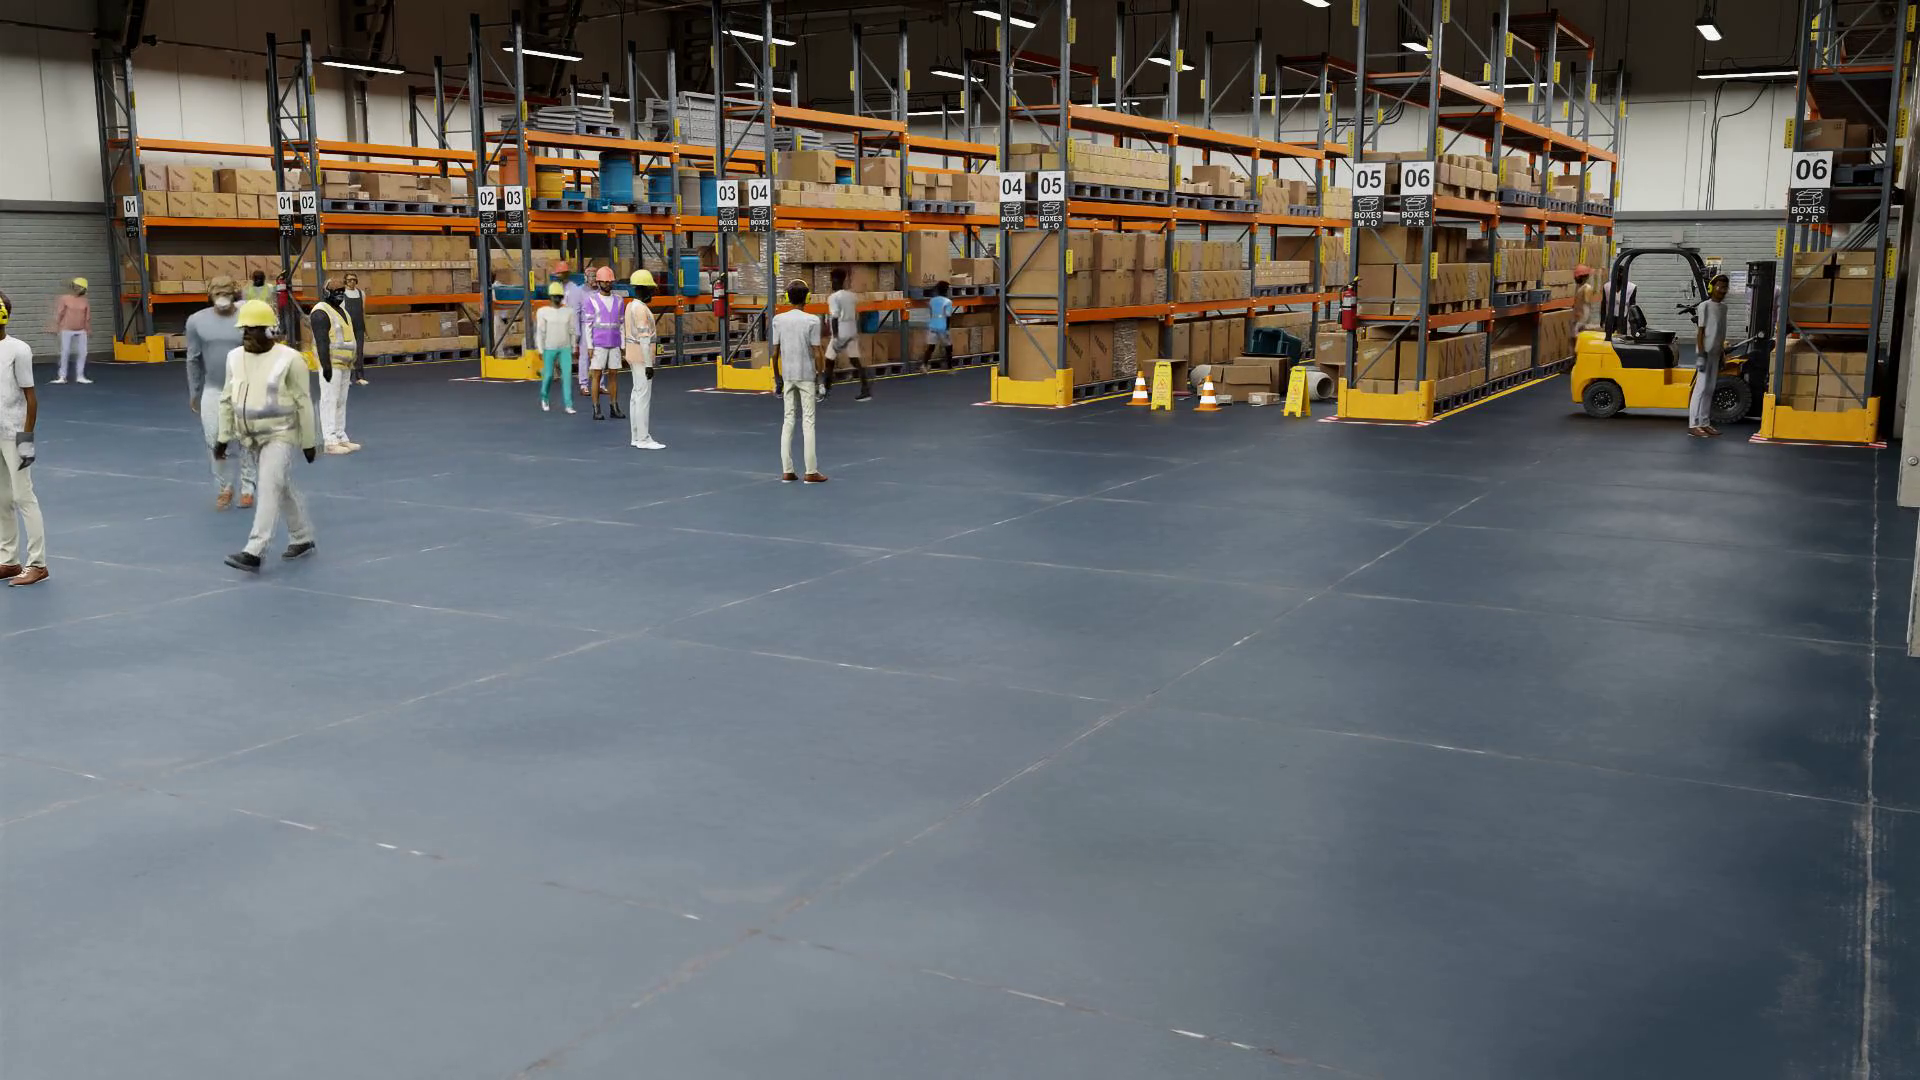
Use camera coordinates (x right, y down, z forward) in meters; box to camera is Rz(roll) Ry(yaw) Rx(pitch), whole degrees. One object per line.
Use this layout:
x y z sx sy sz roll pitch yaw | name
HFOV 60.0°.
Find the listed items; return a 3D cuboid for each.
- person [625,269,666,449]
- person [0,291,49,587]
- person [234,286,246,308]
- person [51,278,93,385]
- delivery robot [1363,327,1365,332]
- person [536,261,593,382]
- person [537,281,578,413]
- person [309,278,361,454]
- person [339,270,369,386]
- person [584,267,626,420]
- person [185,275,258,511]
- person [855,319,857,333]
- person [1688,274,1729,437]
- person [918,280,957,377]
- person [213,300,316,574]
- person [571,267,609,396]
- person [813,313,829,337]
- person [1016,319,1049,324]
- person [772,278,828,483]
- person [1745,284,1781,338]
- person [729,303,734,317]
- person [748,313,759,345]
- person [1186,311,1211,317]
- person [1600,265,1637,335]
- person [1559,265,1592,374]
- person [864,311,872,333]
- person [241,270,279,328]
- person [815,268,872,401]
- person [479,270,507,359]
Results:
-3.415 -1.941 17.927 0.360 1.930 0.587 -4 11 -23 | person
-6.041 -0.642 10.497 0.513 1.872 0.328 4 10 22 | person
-11.812 -3.361 27.136 0.532 1.608 0.640 -4 10 -20 | person
-14.417 -3.376 26.943 0.386 1.719 0.698 7 12 34 | person
9.149 -4.652 37.547 0.707 0.478 0.477 -2 10 -10 | delivery robot
-6.549 -3.616 27.593 0.619 1.974 1.079 8 13 39 | person
-5.365 -2.557 22.118 0.540 1.770 0.633 -5 11 -28 | person
-6.588 -1.835 17.580 0.430 1.840 0.623 0 10 3 | person
-9.723 -3.383 26.616 0.325 1.843 0.517 9 13 42 | person
-4.493 -2.499 21.170 0.542 1.939 0.361 -7 12 -36 | person
-5.935 -1.187 13.549 0.671 1.915 0.630 -2 10 -13 | person
-2.124 -4.264 32.393 0.498 1.634 0.279 8 13 39 | person
8.675 -2.121 19.183 0.521 1.864 0.335 -7 12 -34 | person
-0.387 -3.636 28.639 0.530 1.661 0.812 7 12 34 | person
-4.631 -0.690 11.027 0.589 1.782 0.942 3 10 19 | person
-5.473 -3.111 24.847 0.403 1.906 0.651 9 13 43 | person
-2.593 -3.899 29.405 0.626 1.934 0.363 0 10 2 | person
1.158 -3.541 27.005 0.606 2.035 0.403 6 11 30 | person
-1.465 -1.449 15.220 0.531 1.870 0.316 4 10 21 | person
13.910 -3.788 28.792 0.582 1.919 0.392 4 11 23 | person
-6.092 -6.344 43.847 0.578 1.883 0.353 5 11 29 | person
-4.488 -4.975 36.574 0.527 1.634 0.347 8 13 41 | person
5.055 -4.788 35.203 0.498 1.730 0.497 7 12 34 | person
11.893 -4.011 30.091 0.587 1.916 0.390 6 12 33 | person
10.935 -3.879 29.294 0.625 1.925 0.561 1 10 6 | person
-2.119 -4.718 34.175 0.666 1.967 0.373 0 10 2 | person
-12.836 -4.028 30.465 0.658 1.825 0.493 -2 10 -12 | person
-1.683 -2.928 23.787 1.036 1.910 0.627 6 12 33 | person
-9.142 -4.335 32.260 0.651 1.818 0.790 8 12 38 | person
